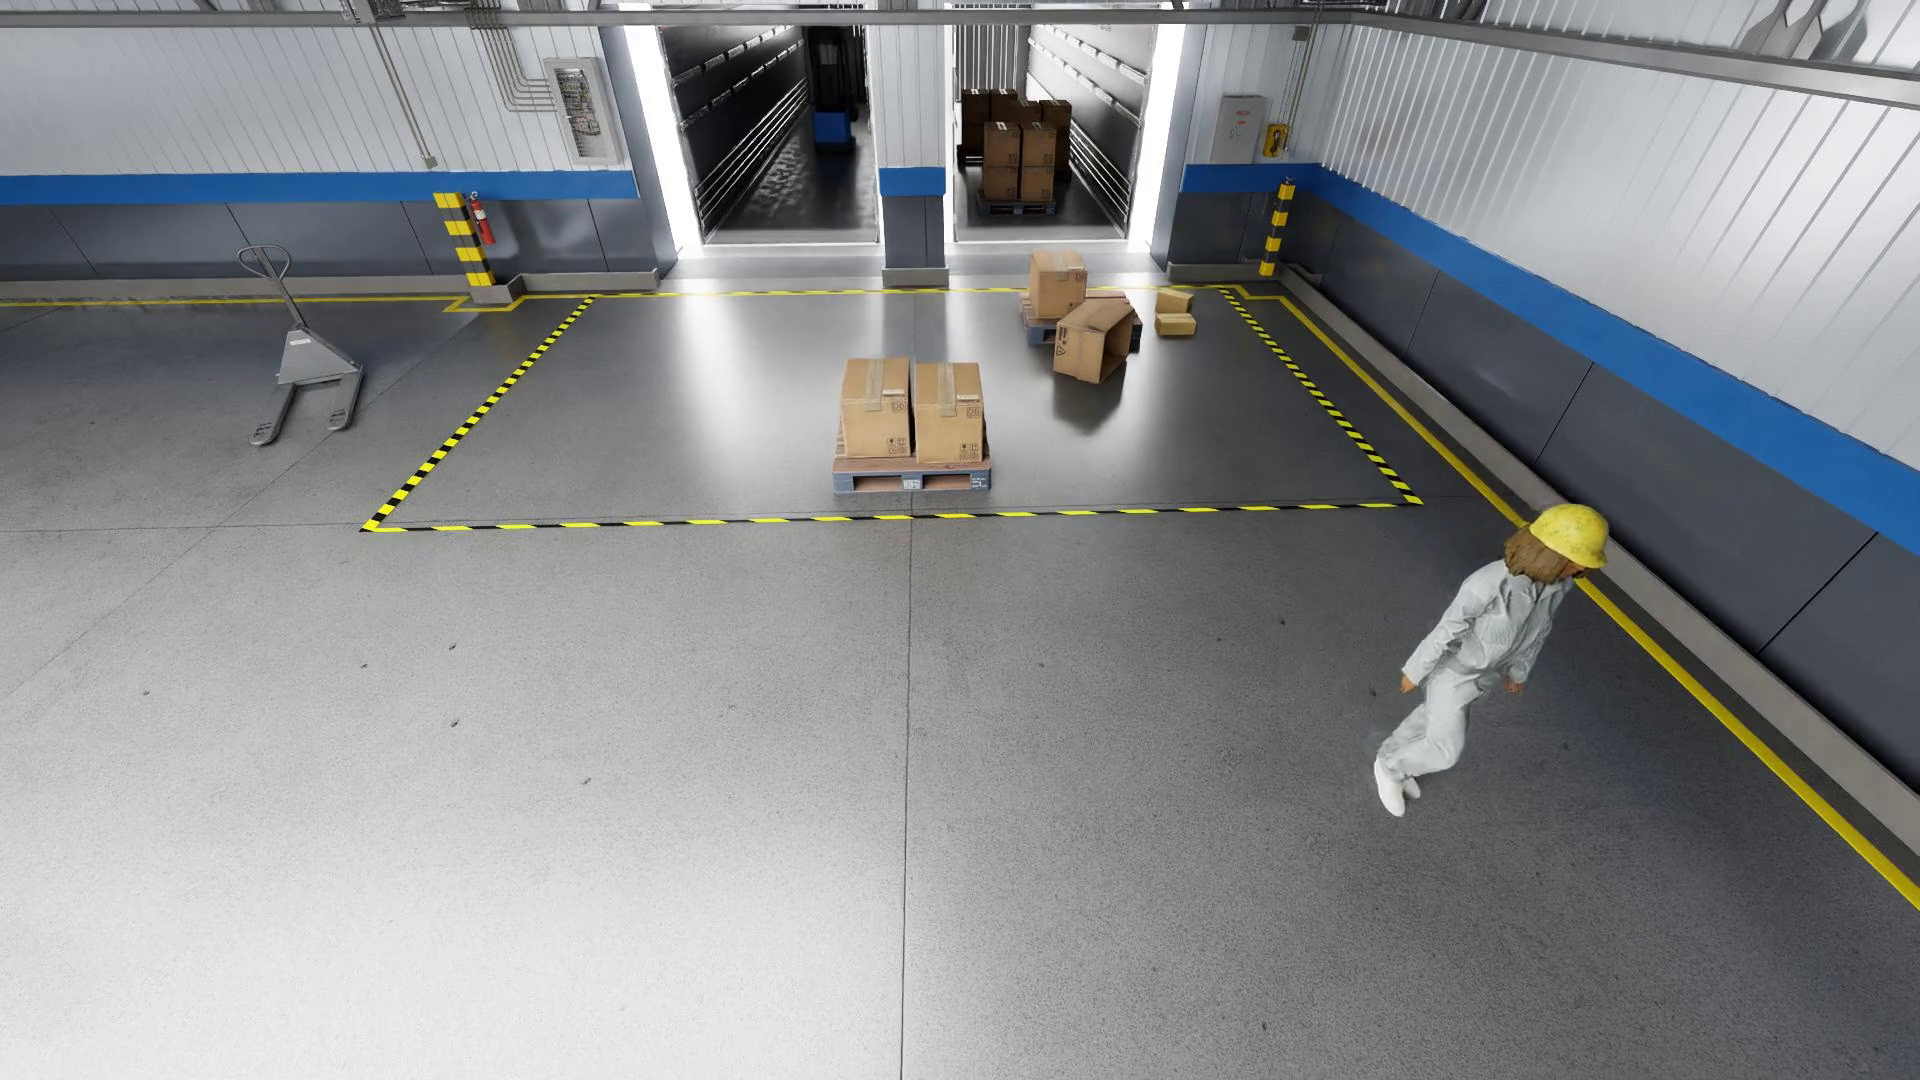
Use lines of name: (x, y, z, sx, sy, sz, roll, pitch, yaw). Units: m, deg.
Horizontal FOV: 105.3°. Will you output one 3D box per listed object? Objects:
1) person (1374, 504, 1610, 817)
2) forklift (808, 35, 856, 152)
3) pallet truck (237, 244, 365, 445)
person: (2.152, 0.562, 3.076, 0.511, 1.728, 0.399, -11, 40, -13)
forklift: (-2.680, -9.120, 15.030, 0.716, 2.013, 0.776, -1, 38, -1)
pallet truck: (-5.915, -1.733, 6.366, 0.680, 1.201, 1.601, -18, 42, -21)
